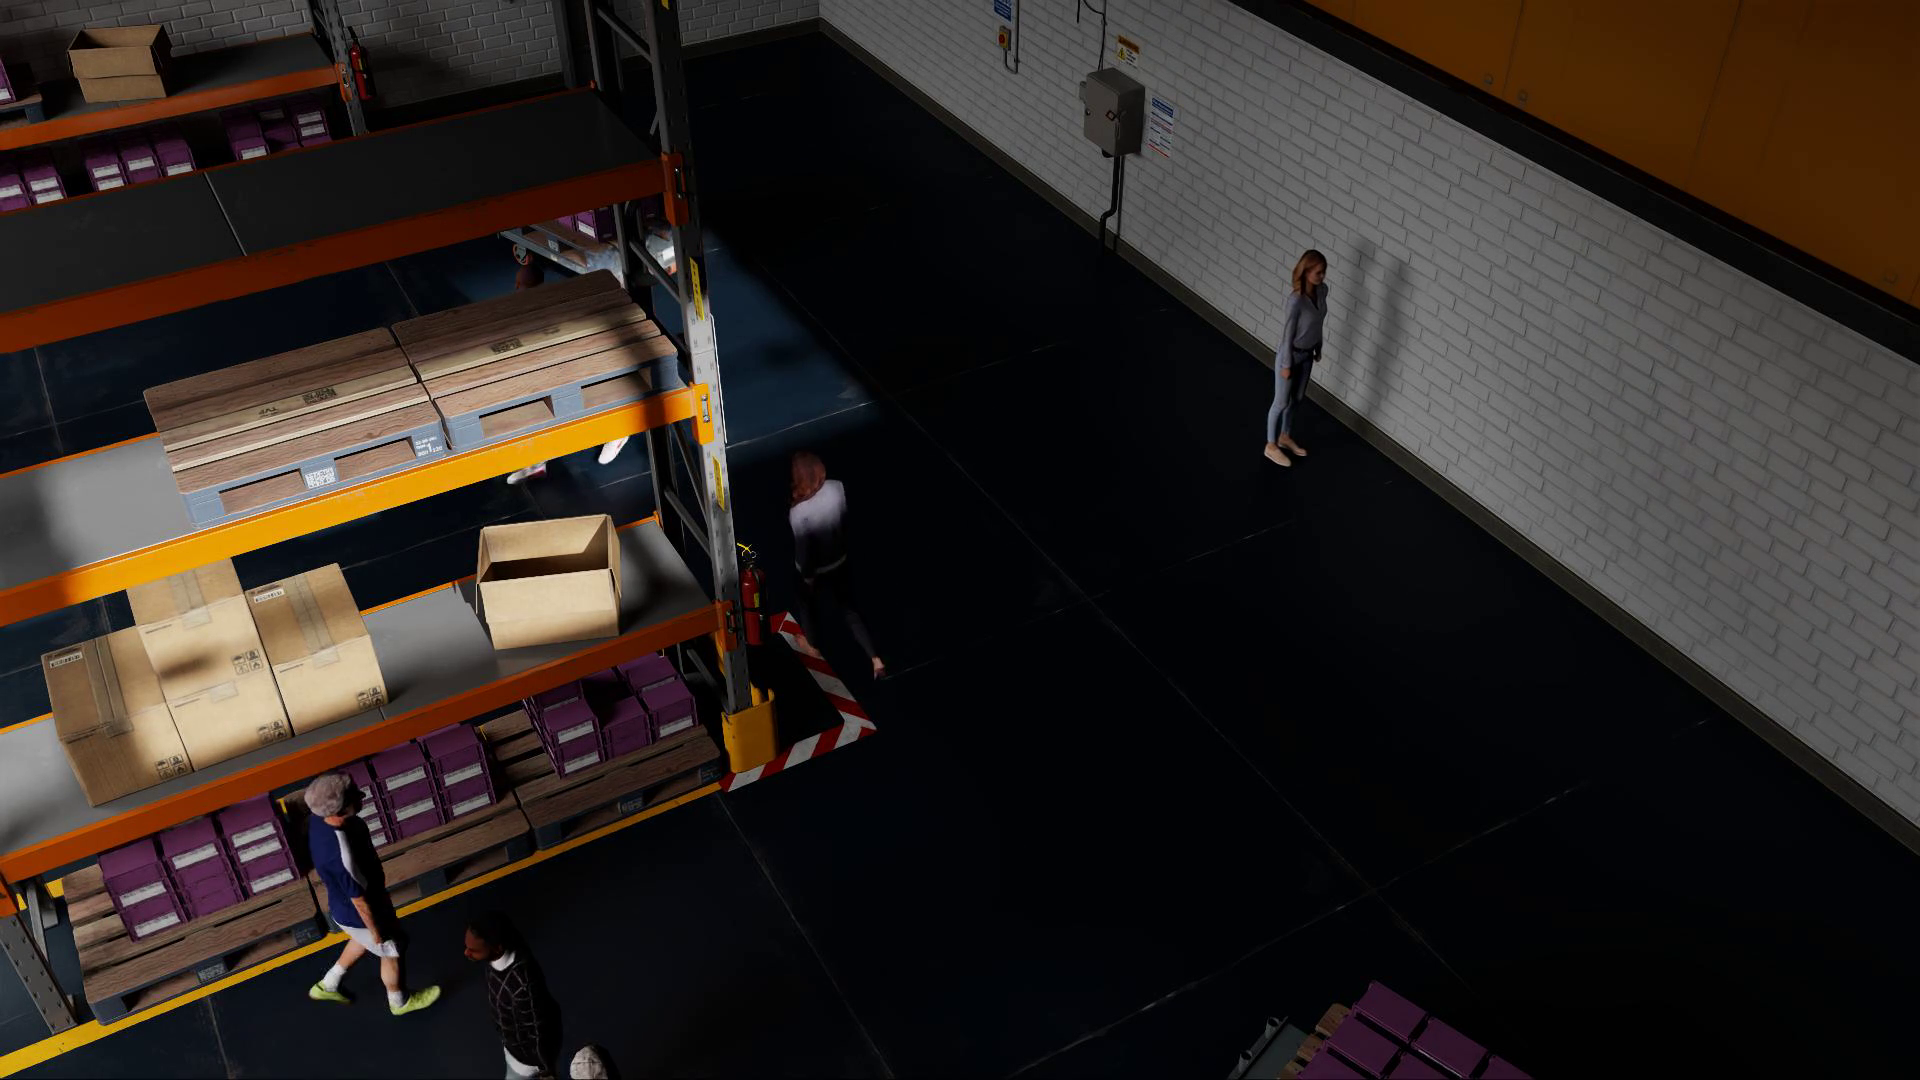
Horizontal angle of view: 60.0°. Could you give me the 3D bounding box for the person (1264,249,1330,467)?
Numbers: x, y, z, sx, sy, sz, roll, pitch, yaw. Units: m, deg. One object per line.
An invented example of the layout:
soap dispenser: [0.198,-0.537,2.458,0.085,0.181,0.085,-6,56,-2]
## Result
person: [2.523,-1.379,12.471,0.502,1.796,0.682,-29,47,-31]

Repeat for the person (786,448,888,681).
person: [-0.808,0.190,10.549,1.053,1.742,0.831,-29,47,-31]

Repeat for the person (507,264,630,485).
person: [-2.941,-1.265,12.329,1.243,1.794,0.769,-26,45,-29]

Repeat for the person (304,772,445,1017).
person: [-3.110,1.849,8.408,0.838,1.822,0.640,-20,43,-23]

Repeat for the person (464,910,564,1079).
person: [-1.936,2.312,7.841,0.667,1.806,0.688,-19,42,-22]
